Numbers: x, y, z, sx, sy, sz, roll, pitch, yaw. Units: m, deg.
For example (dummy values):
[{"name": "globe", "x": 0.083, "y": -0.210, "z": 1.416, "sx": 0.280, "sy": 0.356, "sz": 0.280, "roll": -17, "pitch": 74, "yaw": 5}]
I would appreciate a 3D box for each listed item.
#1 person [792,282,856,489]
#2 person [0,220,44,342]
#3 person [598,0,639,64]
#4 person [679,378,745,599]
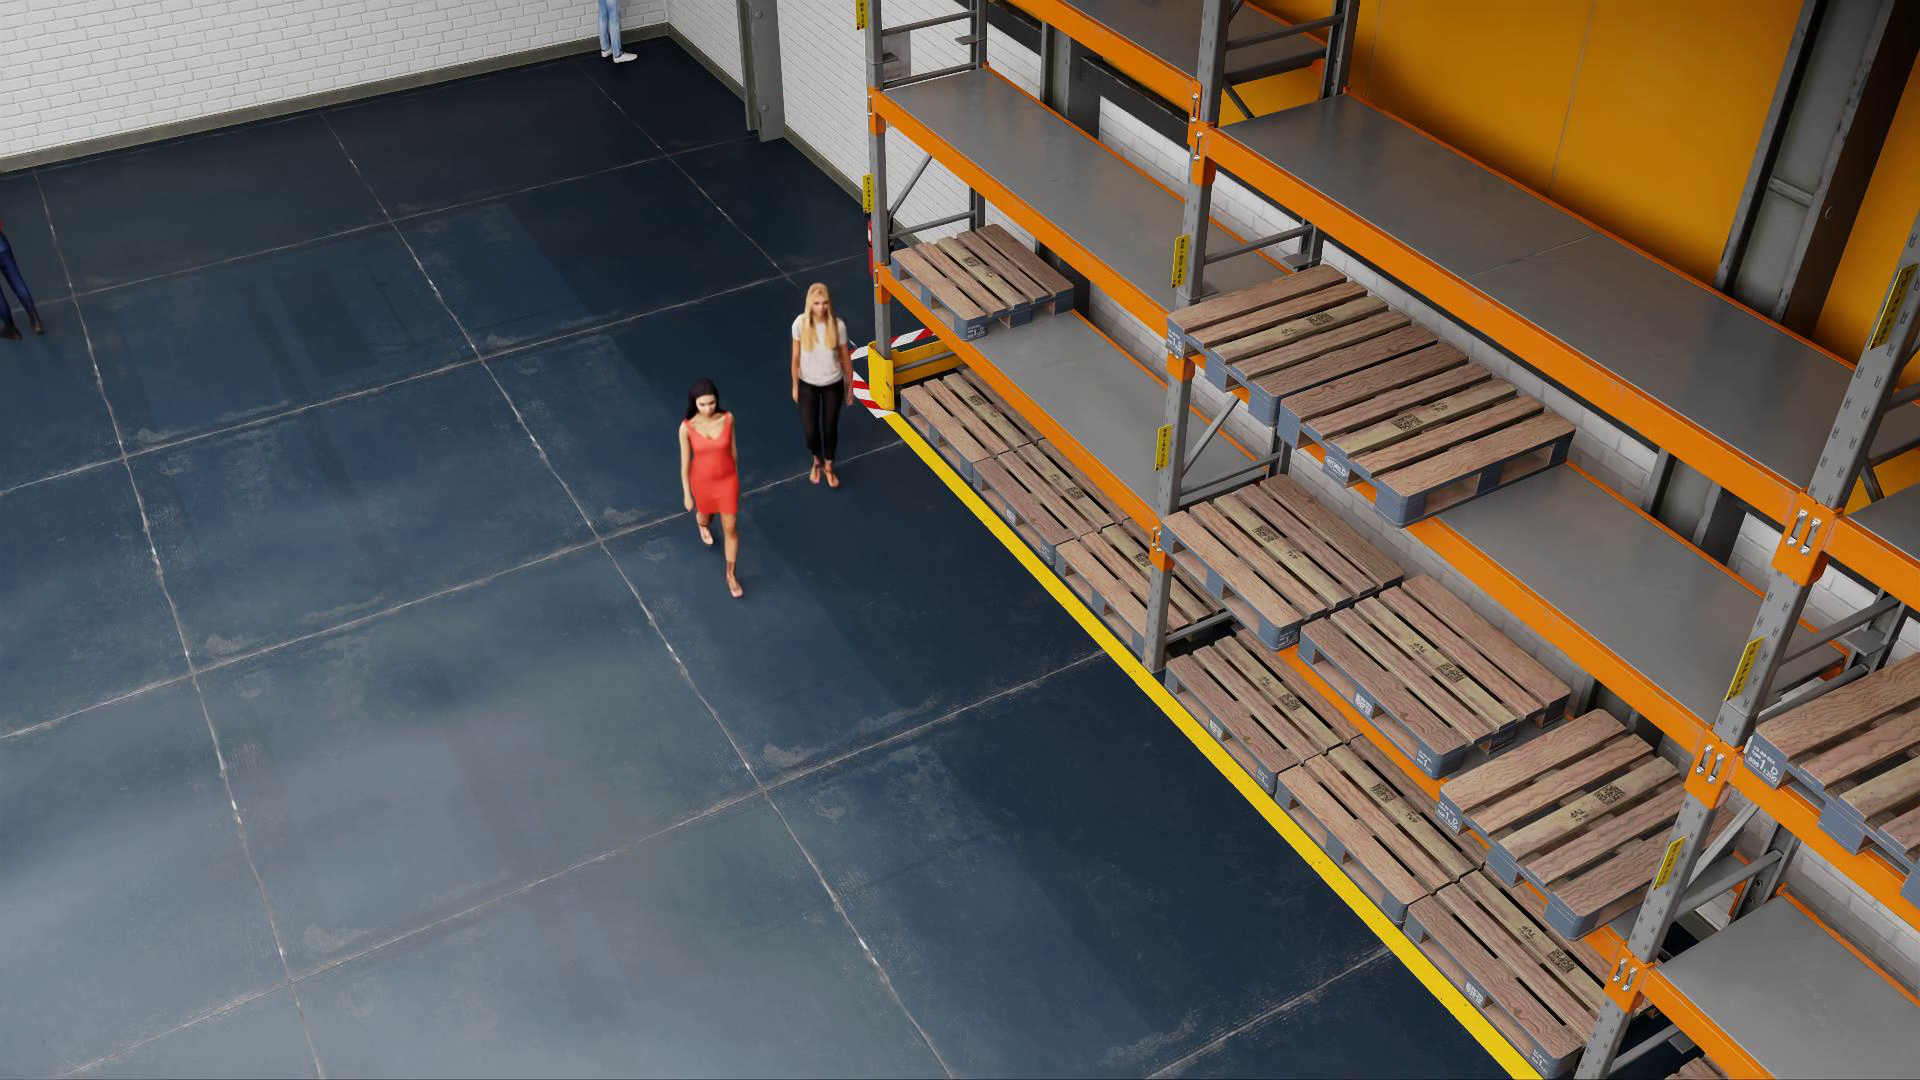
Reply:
[{"name": "person", "x": -1.091, "y": -1.232, "z": 12.919, "sx": 0.707, "sy": 1.813, "sz": 0.700, "roll": -6, "pitch": 39, "yaw": -8}, {"name": "person", "x": -8.557, "y": -2.564, "z": 14.645, "sx": 0.661, "sy": 1.740, "sz": 0.641, "roll": 25, "pitch": 45, "yaw": 28}, {"name": "person", "x": -4.167, "y": -6.590, "z": 19.599, "sx": 0.743, "sy": 1.850, "sz": 0.520, "roll": -26, "pitch": 45, "yaw": -29}, {"name": "person", "x": -1.803, "y": -0.450, "z": 12.037, "sx": 0.685, "sy": 1.692, "sz": 1.100, "roll": -15, "pitch": 41, "yaw": -18}]
